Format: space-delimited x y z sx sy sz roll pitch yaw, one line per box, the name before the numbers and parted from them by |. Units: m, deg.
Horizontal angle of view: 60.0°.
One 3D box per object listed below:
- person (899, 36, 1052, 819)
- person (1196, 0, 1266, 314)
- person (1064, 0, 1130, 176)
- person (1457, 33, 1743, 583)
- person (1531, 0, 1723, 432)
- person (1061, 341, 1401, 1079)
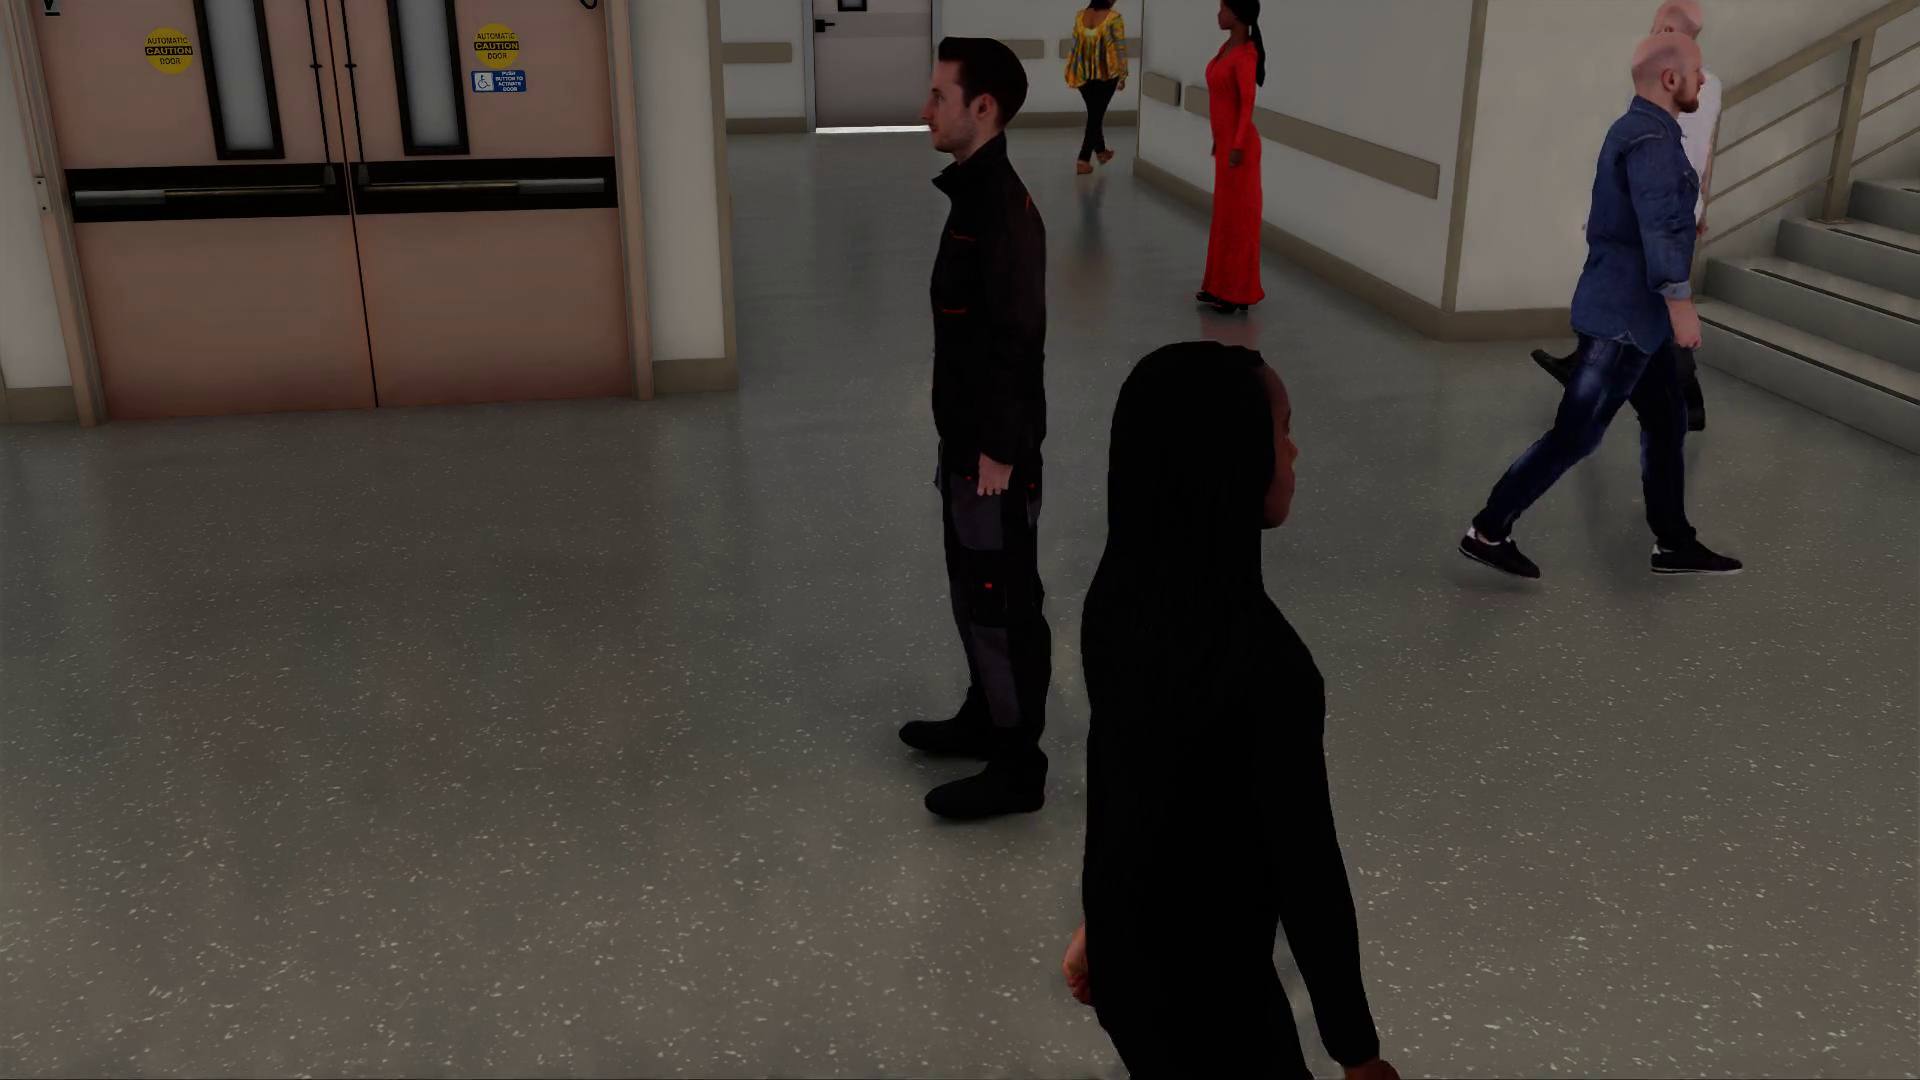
person | 0.060 -0.249 4.086 0.568 1.913 0.683 -3 21 -8
person | 1.560 -2.191 9.390 0.593 1.788 0.626 -3 21 -8
person | 1.128 -3.934 14.226 1.031 1.623 1.103 14 25 33
person | 2.079 -0.676 5.396 1.279 1.784 1.041 5 21 14
person | 3.067 -1.342 7.158 1.260 1.781 1.089 -14 25 -32
person | 0.207 0.604 2.141 0.931 1.695 0.620 -4 21 -9
